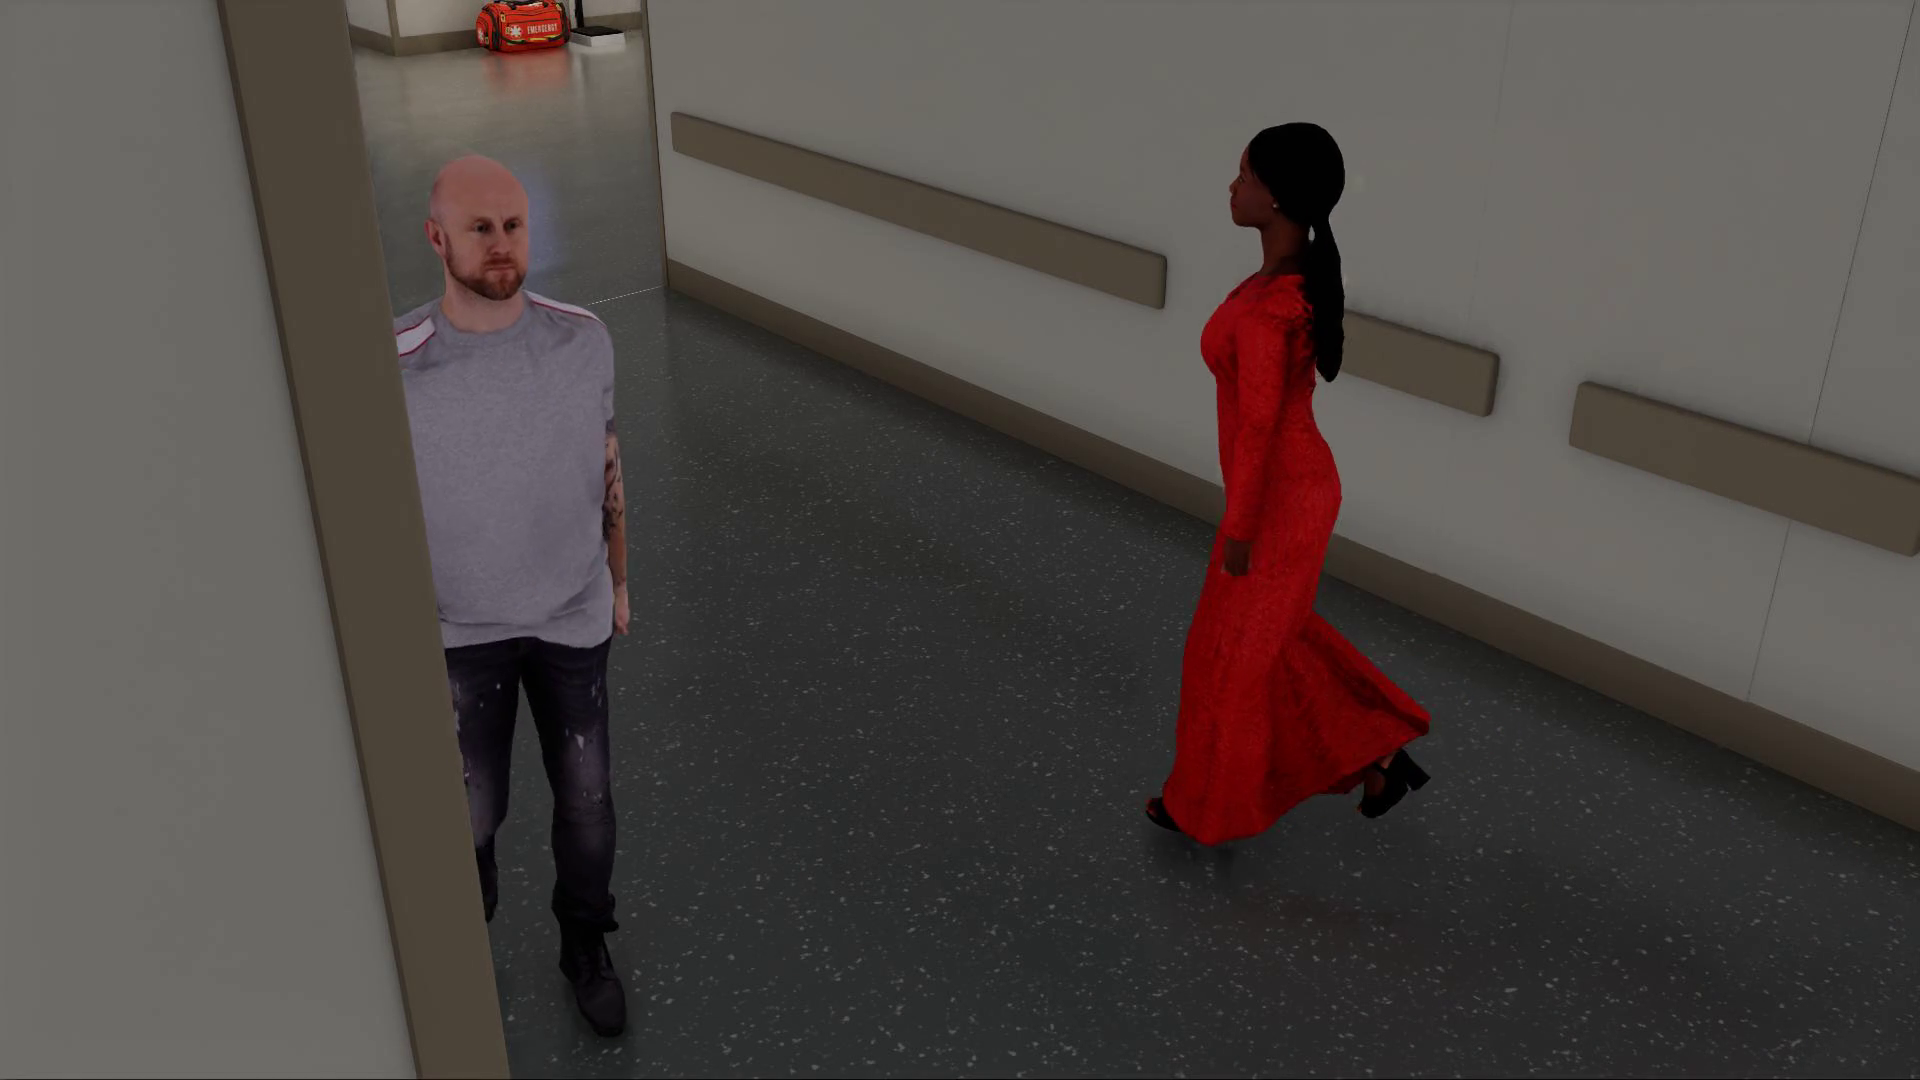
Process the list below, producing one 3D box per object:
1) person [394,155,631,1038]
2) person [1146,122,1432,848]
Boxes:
[{"bbox_3d":[-0.928,0.127,3.363,0.878,1.819,0.842,-13,29,-25],"label":"person"},{"bbox_3d":[0.785,-0.033,3.759,0.887,1.763,0.932,11,28,22],"label":"person"}]
